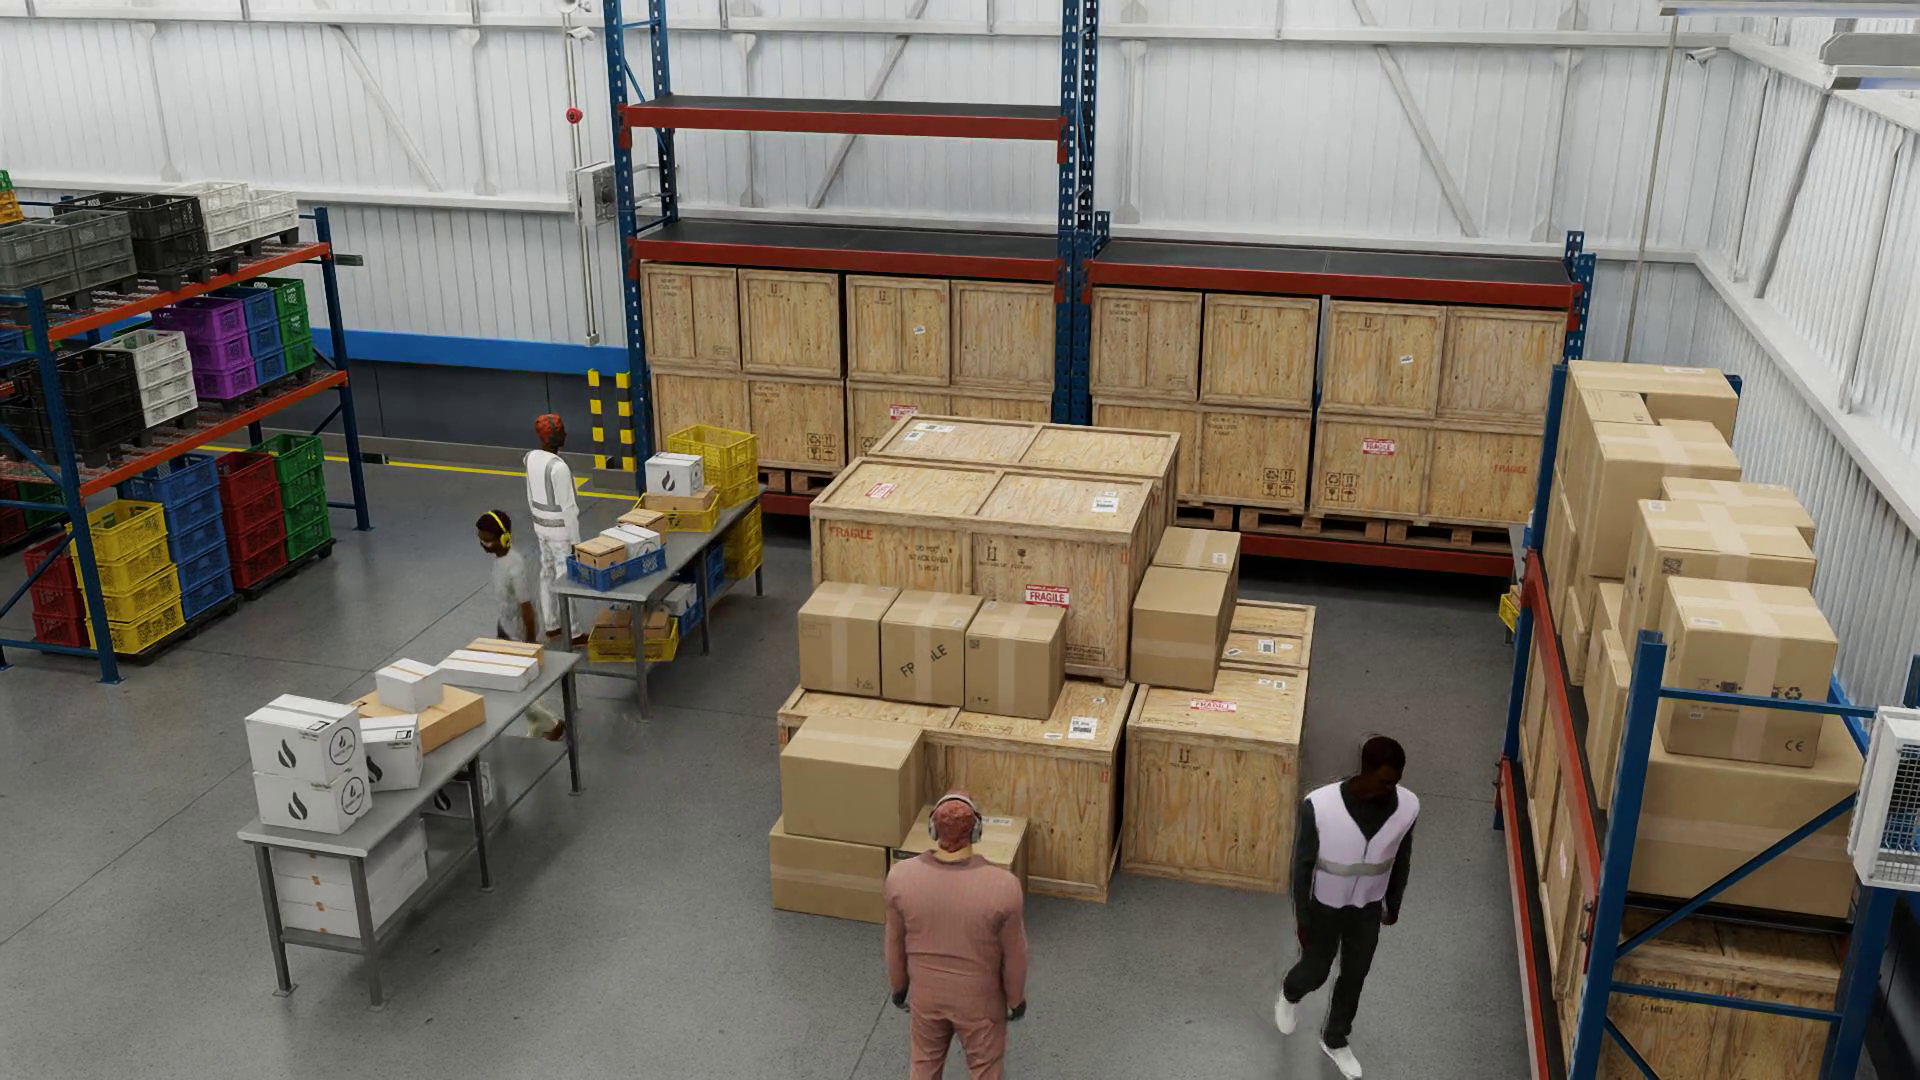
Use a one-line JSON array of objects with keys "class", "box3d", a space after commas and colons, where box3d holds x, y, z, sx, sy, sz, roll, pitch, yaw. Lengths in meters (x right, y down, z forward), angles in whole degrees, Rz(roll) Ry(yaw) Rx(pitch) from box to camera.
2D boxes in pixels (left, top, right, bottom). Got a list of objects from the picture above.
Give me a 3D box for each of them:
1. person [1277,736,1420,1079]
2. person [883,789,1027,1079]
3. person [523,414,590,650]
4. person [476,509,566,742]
[{"class": "person", "box3d": [1.896, 1.748, 8.184, 0.616, 1.887, 0.567, -3, 21, -8]}, {"class": "person", "box3d": [-0.013, 2.000, 7.521, 0.651, 1.899, 0.401, 6, 22, 16]}, {"class": "person", "box3d": [-3.127, -0.067, 12.942, 0.355, 1.883, 0.574, -19, 28, -40]}, {"class": "person", "box3d": [-2.980, 0.635, 11.147, 0.418, 1.849, 0.574, -7, 22, -18]}]
